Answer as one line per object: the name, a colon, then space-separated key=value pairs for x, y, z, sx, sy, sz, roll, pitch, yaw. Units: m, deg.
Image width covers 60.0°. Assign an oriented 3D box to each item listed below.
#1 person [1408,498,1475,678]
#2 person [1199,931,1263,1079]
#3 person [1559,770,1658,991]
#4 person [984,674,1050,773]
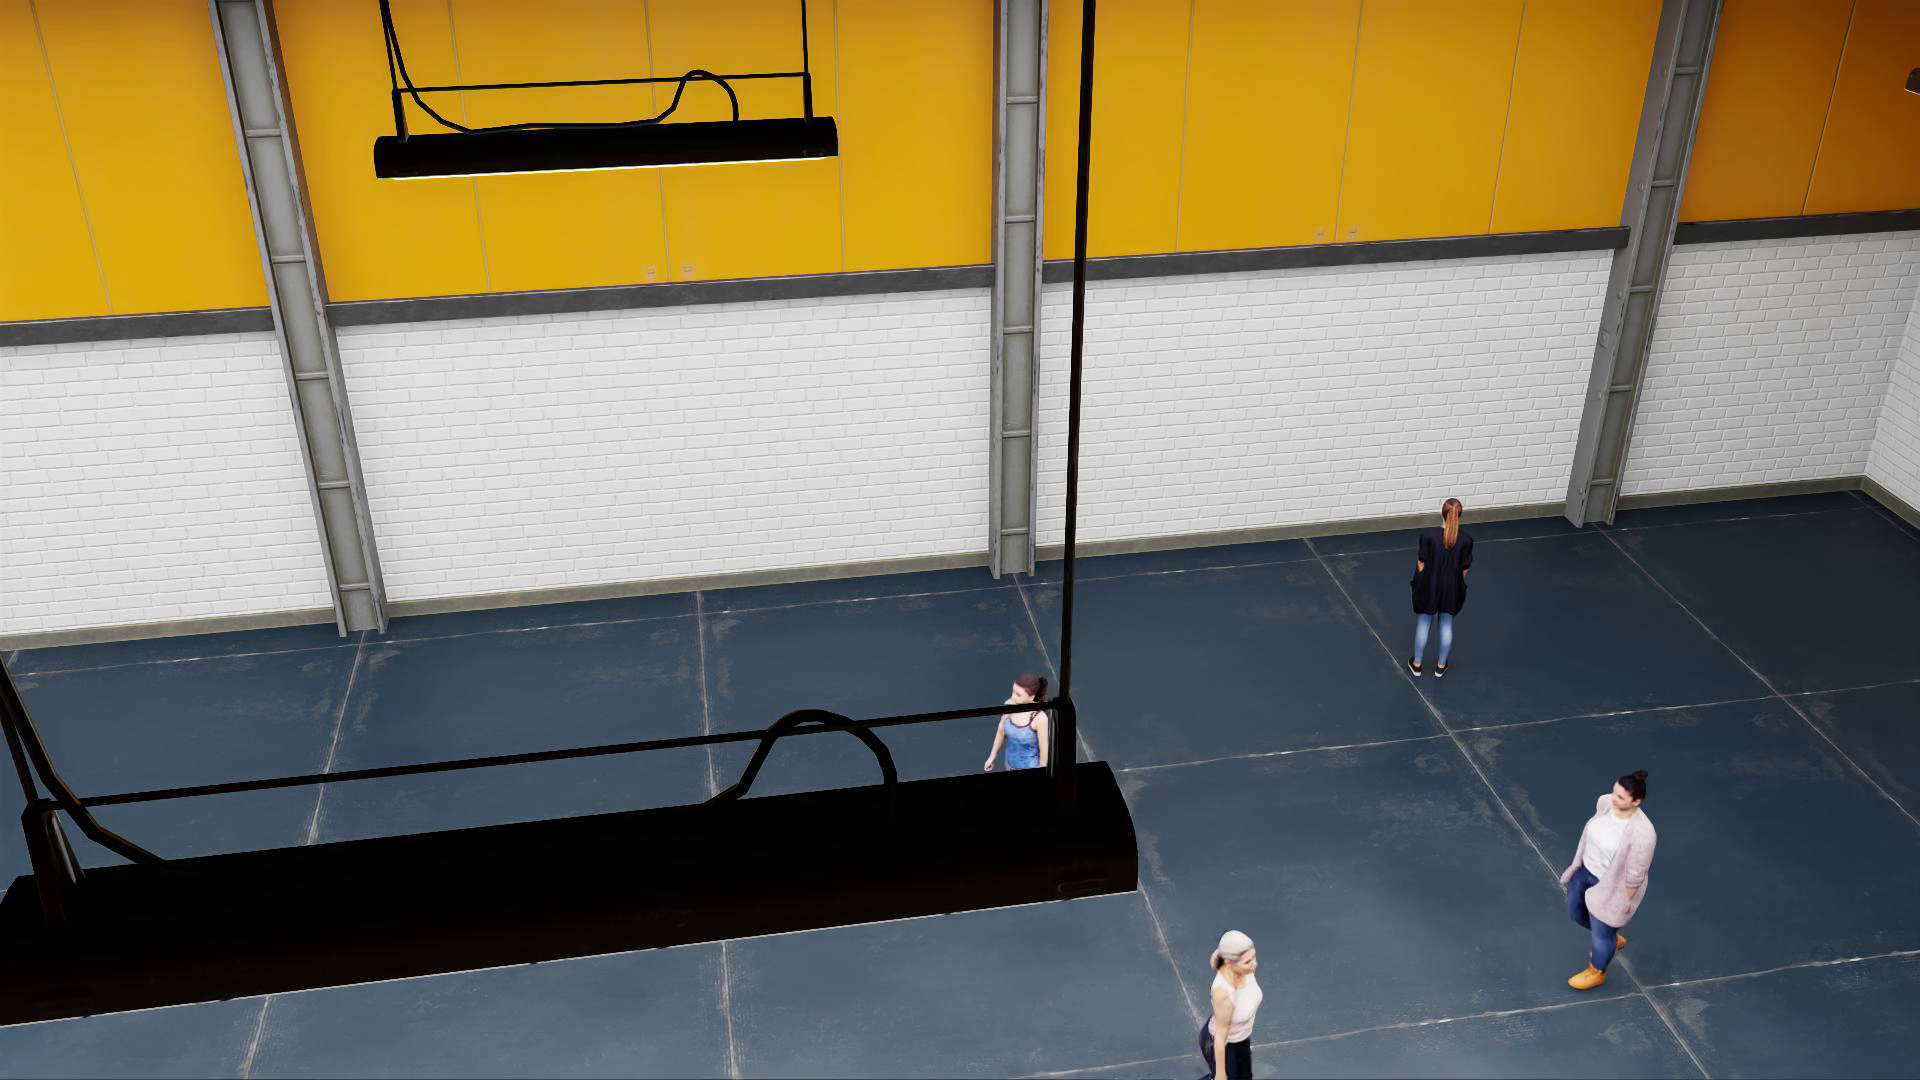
person: x=4.059 y=0.402 z=14.063 sx=0.622 sy=1.684 sz=0.761 roll=5 pitch=29 yaw=10
person: x=1.445 y=2.870 z=9.536 sx=0.929 sy=1.686 sz=0.851 roll=14 pitch=32 yaw=24
person: x=4.286 y=2.176 z=10.761 sx=0.759 sy=1.732 sz=0.712 roll=-5 pitch=29 yaw=-10
person: x=0.516 y=1.611 z=11.959 sx=1.144 sy=1.575 sz=0.873 roll=-19 pitch=34 yaw=-30
